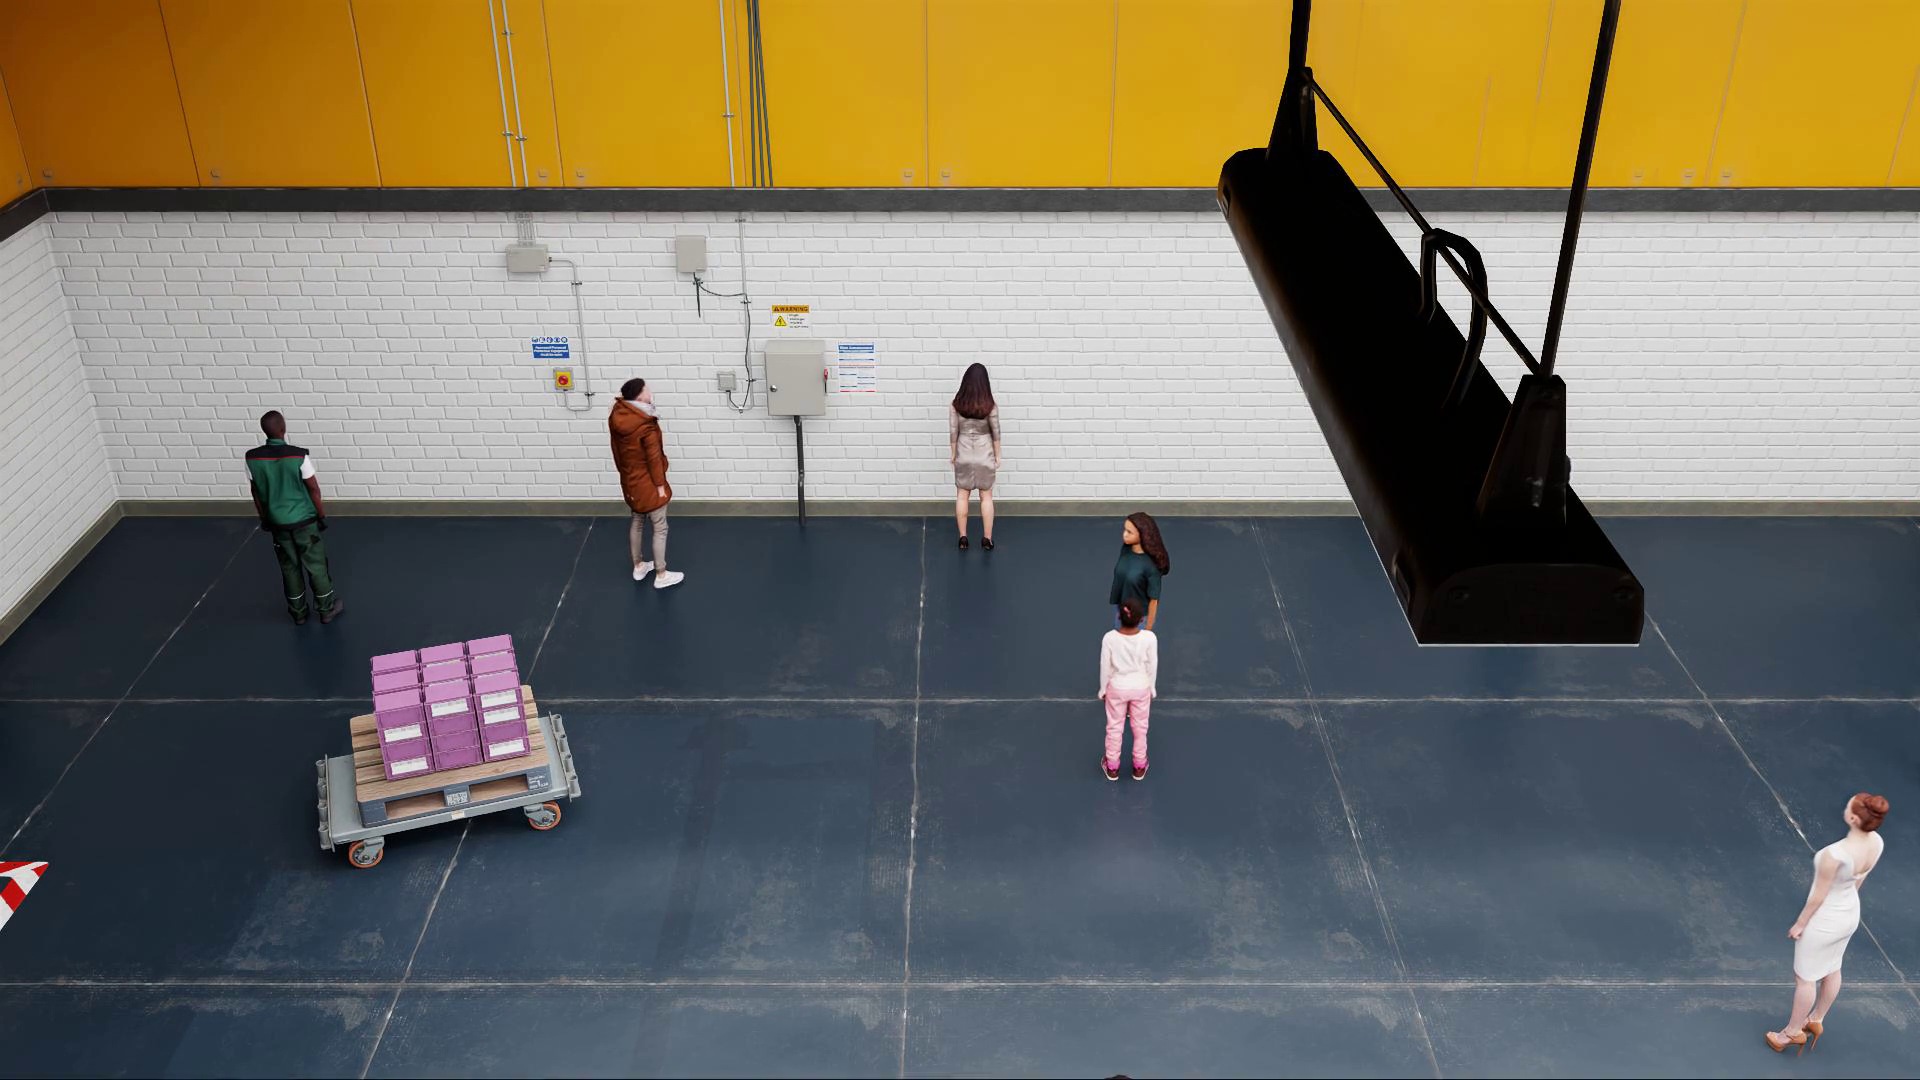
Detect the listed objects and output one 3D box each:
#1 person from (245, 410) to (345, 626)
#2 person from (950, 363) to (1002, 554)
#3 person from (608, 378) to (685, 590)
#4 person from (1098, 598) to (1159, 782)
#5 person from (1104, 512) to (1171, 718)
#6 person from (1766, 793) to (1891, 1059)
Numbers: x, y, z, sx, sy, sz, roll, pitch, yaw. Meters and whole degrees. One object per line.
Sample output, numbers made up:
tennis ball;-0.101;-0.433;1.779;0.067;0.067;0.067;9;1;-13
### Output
person;-5.268;-0.170;13.130;0.687;1.840;0.607;-2;29;-3
person;0.129;-0.689;14.179;0.627;1.746;0.558;5;29;9
person;-2.605;-0.473;13.688;0.854;1.837;0.903;21;35;33
person;1.156;1.007;11.388;0.547;1.441;0.497;1;29;2
person;1.276;0.526;12.085;0.772;1.617;0.690;-17;33;-28
person;4.732;2.086;9.043;0.630;1.793;0.614;-13;31;-23
